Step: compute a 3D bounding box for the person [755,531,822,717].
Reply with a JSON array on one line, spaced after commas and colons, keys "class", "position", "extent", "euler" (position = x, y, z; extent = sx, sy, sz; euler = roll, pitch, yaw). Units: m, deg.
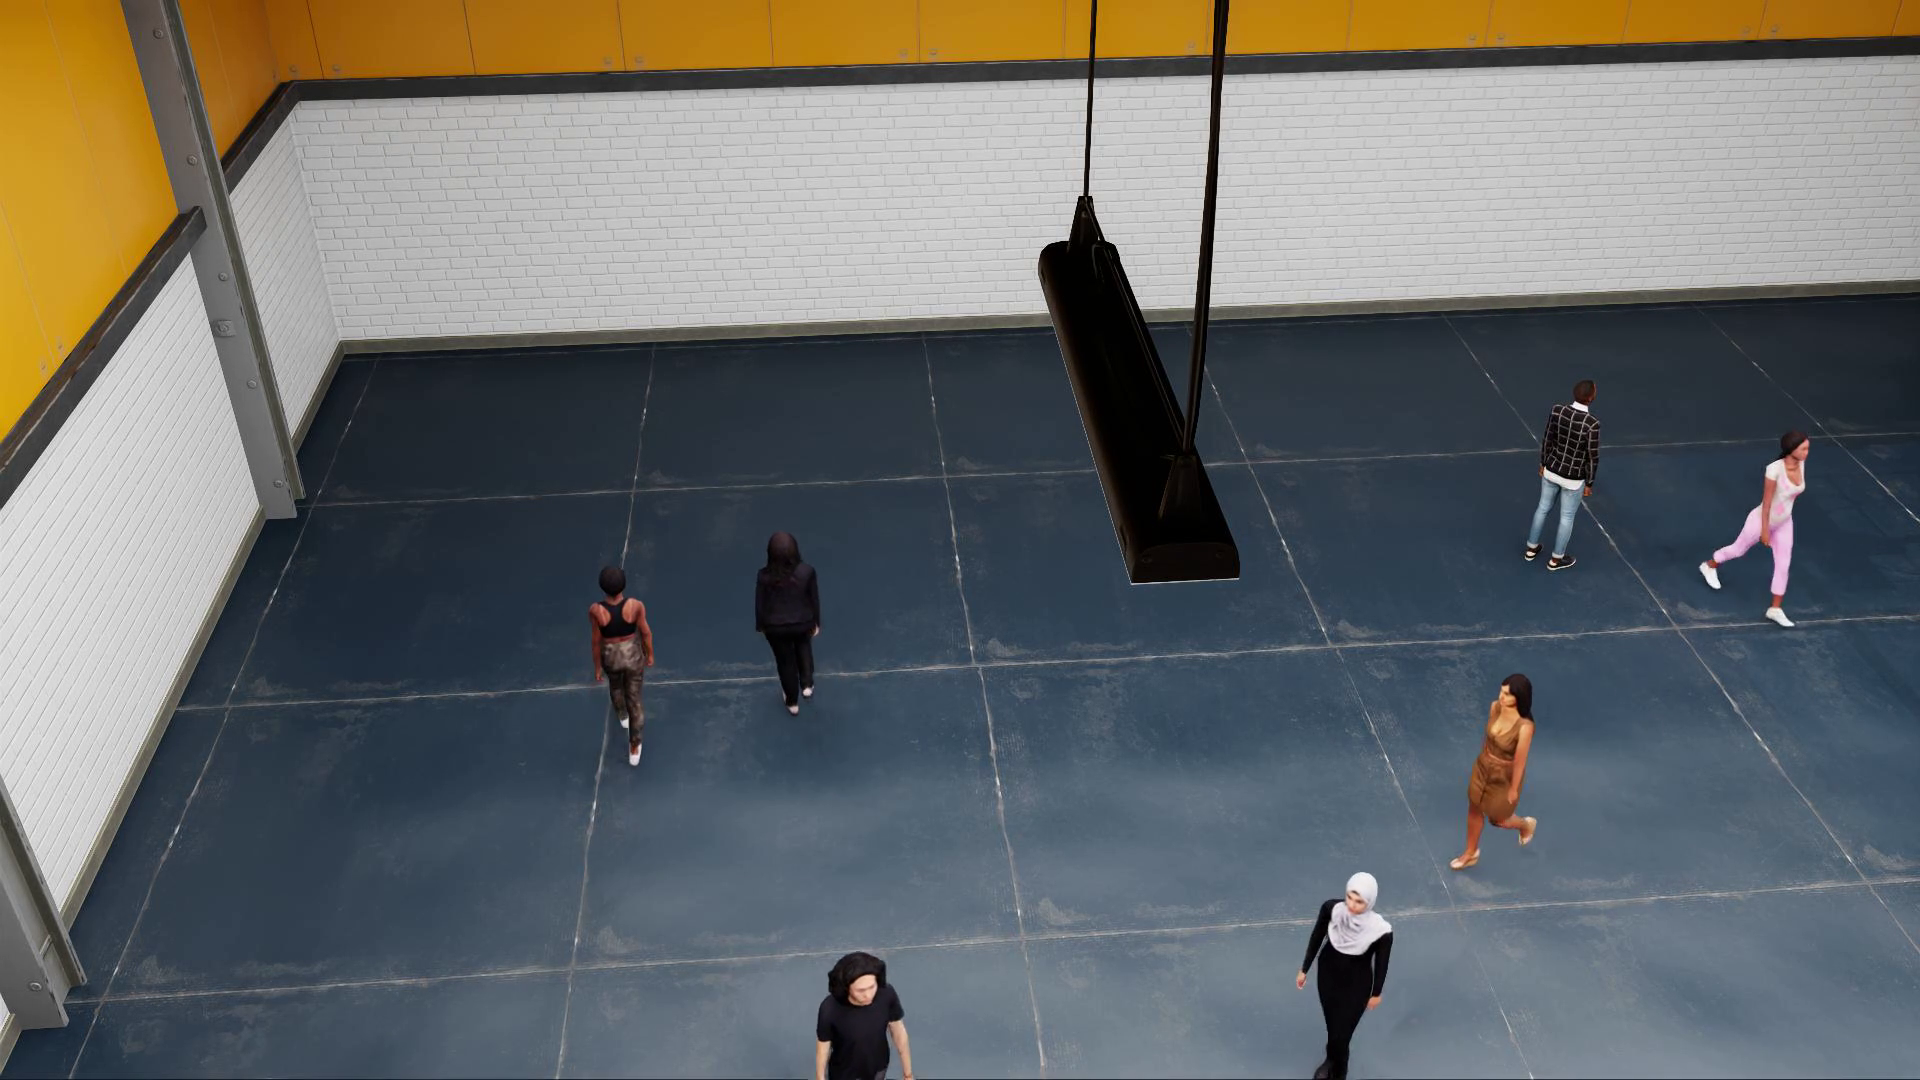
[{"class": "person", "position": [-1.295, 0.686, 12.769], "extent": [0.716, 1.602, 0.724], "euler": [-12, 35, -17]}]

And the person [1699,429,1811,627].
[{"class": "person", "position": [6.713, -0.171, 13.972], "extent": [0.813, 1.698, 1.238], "euler": [-13, 36, -18]}]

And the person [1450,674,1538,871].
[{"class": "person", "position": [3.735, 1.601, 11.336], "extent": [0.793, 1.665, 0.879], "euler": [-13, 36, -18]}]

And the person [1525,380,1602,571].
[{"class": "person", "position": [5.261, -0.579, 14.475], "extent": [0.802, 1.821, 0.713], "euler": [-27, 42, -35]}]

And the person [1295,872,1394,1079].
[{"class": "person", "position": [2.305, 2.560, 9.805], "extent": [0.830, 1.763, 0.763], "euler": [-28, 43, -35]}]

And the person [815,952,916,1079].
[{"class": "person", "position": [-0.596, 2.876, 9.291], "extent": [0.967, 1.805, 1.177], "euler": [-18, 38, -25]}]

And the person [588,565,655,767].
[{"class": "person", "position": [-2.488, 0.959, 12.287], "extent": [0.622, 1.681, 0.901], "euler": [-5, 34, -7]}]
